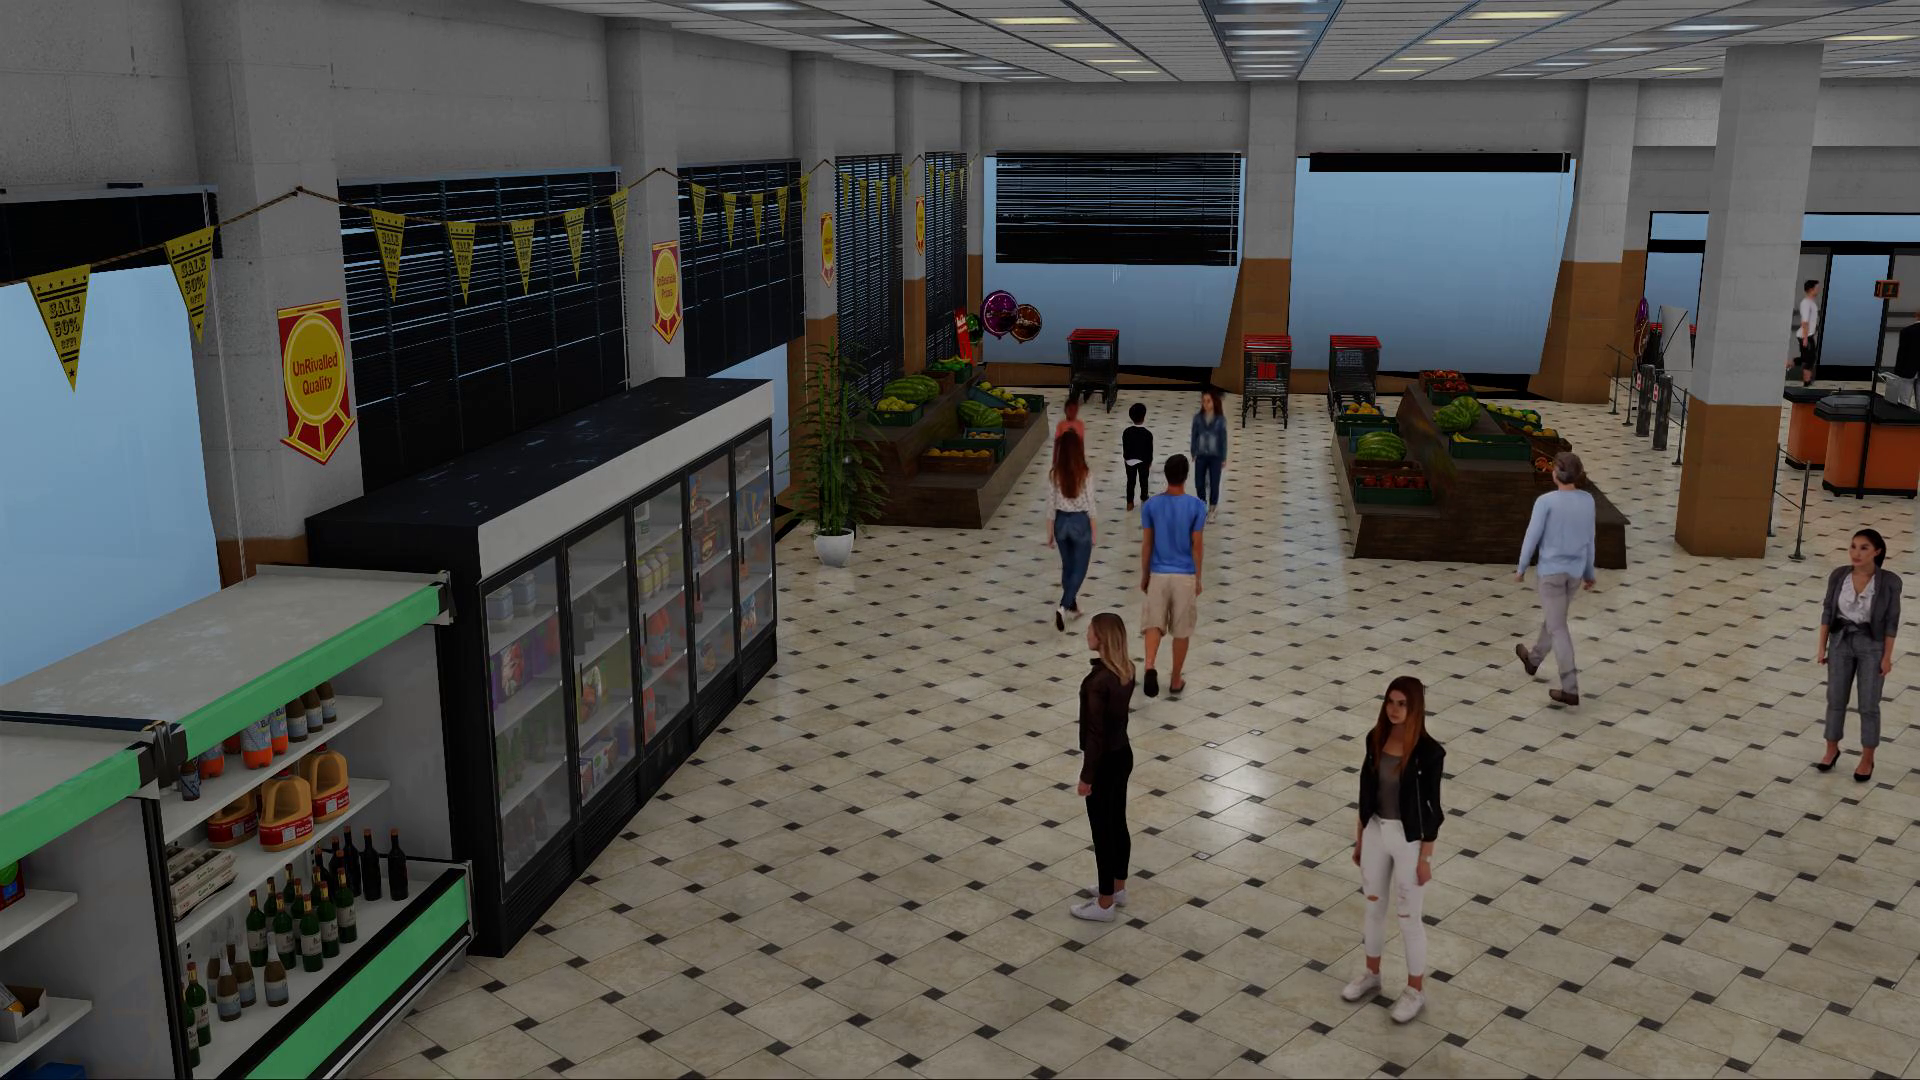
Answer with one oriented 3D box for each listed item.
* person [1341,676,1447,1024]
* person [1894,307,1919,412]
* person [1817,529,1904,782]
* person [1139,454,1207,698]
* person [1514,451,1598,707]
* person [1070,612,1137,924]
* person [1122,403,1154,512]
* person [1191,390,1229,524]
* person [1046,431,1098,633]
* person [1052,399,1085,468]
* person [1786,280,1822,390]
[{"bbox_3d":[2.095,1.454,7.955,0.707,1.697,0.666,-12,18,-40],"label":"person"},{"bbox_3d":[13.309,-2.363,23.157,0.698,1.950,0.554,2,14,10],"label":"person"},{"bbox_3d":[5.915,0.742,10.945,0.759,1.671,0.722,-13,19,-42],"label":"person"},{"bbox_3d":[1.575,0.301,12.394,0.668,1.846,0.981,3,14,14],"label":"person"},{"bbox_3d":[4.499,0.322,12.336,1.038,1.833,1.351,-3,14,-13],"label":"person"},{"bbox_3d":[0.795,1.210,8.944,0.723,1.705,0.557,7,15,28],"label":"person"},{"bbox_3d":[2.013,-0.940,18.823,0.531,1.227,0.540,5,14,18],"label":"person"},{"bbox_3d":[2.759,-0.919,18.232,0.636,1.465,0.609,5,15,20],"label":"person"},{"bbox_3d":[0.942,-0.055,14.163,0.744,1.703,1.126,6,15,22],"label":"person"},{"bbox_3d":[1.226,-0.943,18.689,0.576,1.296,0.704,1,14,3],"label":"person"},{"bbox_3d":[13.971,-3.388,27.634,0.960,1.830,1.077,8,16,30],"label":"person"}]
